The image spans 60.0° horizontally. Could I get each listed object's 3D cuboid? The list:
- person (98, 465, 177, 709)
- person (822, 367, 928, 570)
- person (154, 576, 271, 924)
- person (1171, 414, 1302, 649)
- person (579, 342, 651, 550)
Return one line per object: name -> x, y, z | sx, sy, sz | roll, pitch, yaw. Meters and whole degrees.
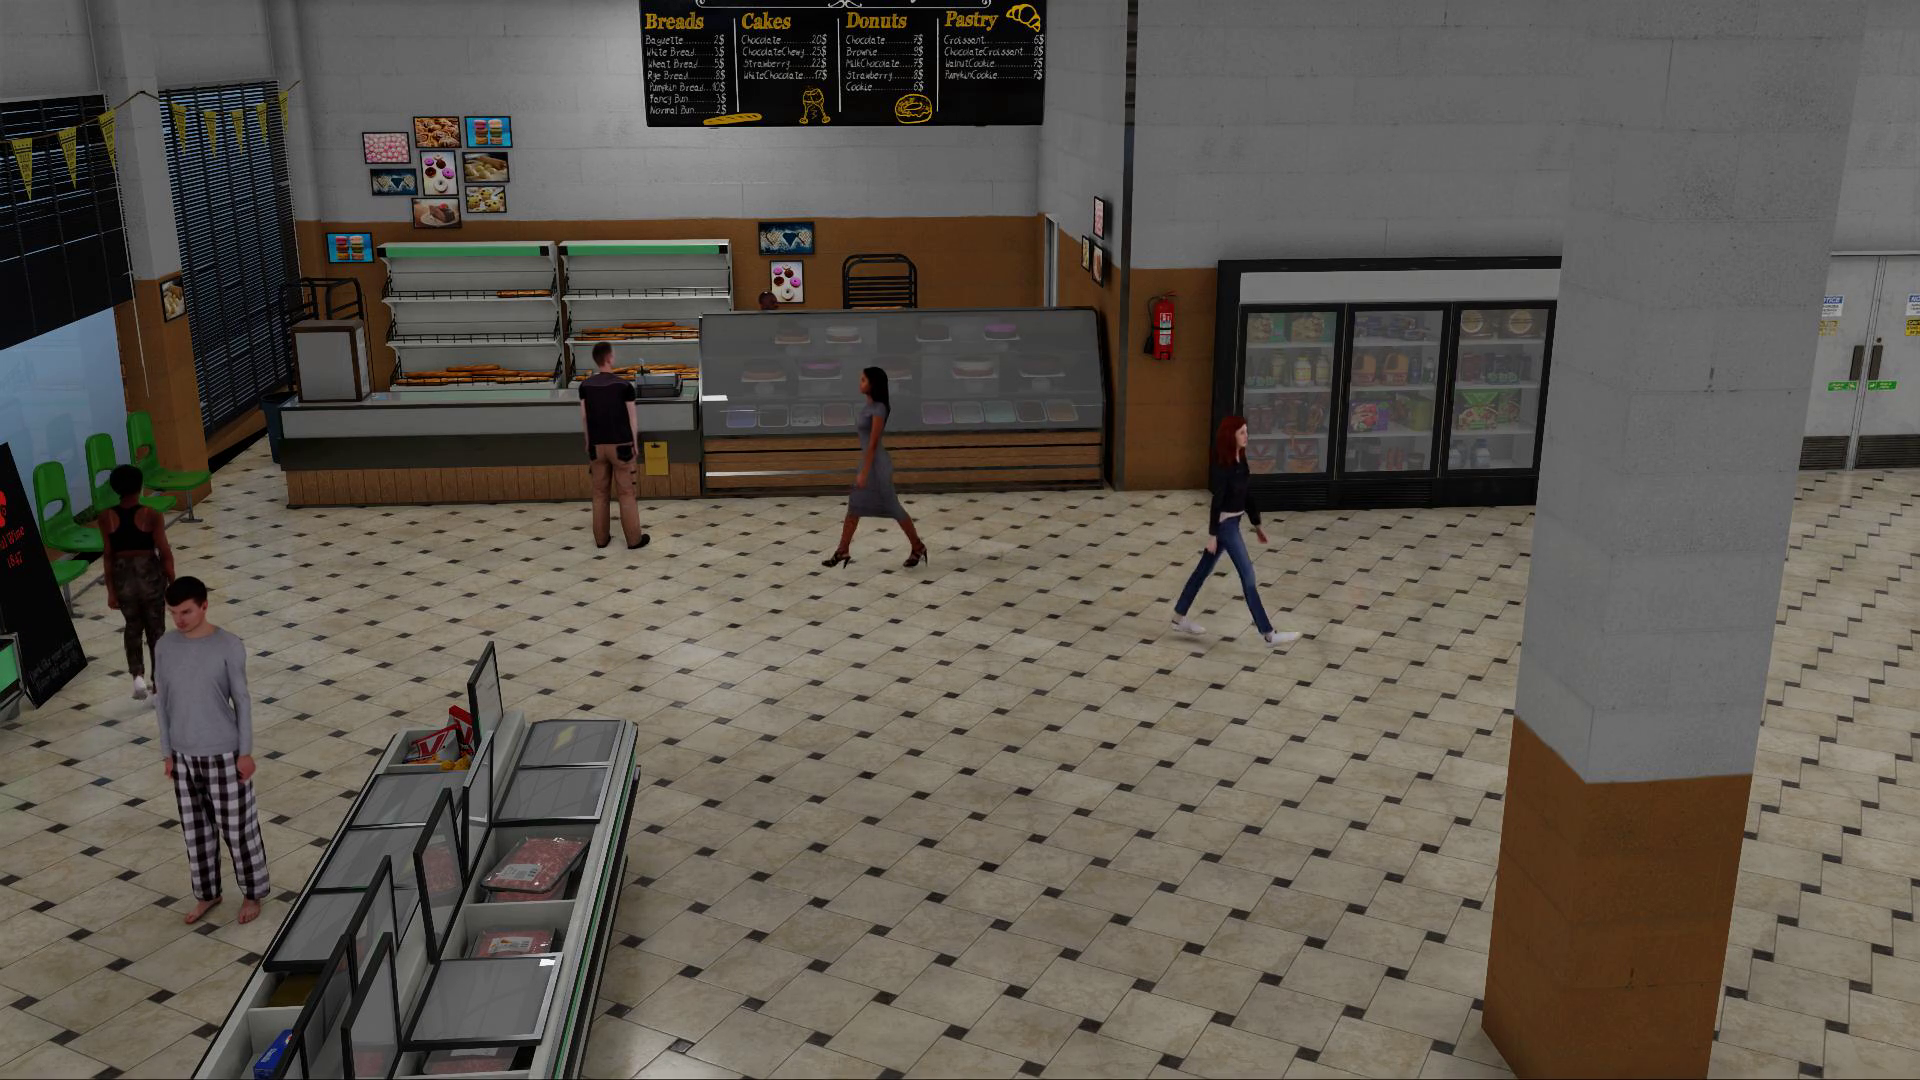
person -> -5.479, 0.343, 11.066 | 0.631, 1.688, 0.720 | -4, 17, -12
person -> -0.605, -0.543, 13.917 | 0.800, 1.727, 1.104 | -5, 18, -16
person -> -3.817, 1.054, 8.453 | 0.644, 1.846, 0.564 | 1, 17, 2
person -> 1.881, -0.041, 12.279 | 1.111, 1.718, 1.229 | 9, 19, 26
person -> -3.086, -0.837, 14.691 | 0.751, 1.840, 0.699 | 4, 17, 12
